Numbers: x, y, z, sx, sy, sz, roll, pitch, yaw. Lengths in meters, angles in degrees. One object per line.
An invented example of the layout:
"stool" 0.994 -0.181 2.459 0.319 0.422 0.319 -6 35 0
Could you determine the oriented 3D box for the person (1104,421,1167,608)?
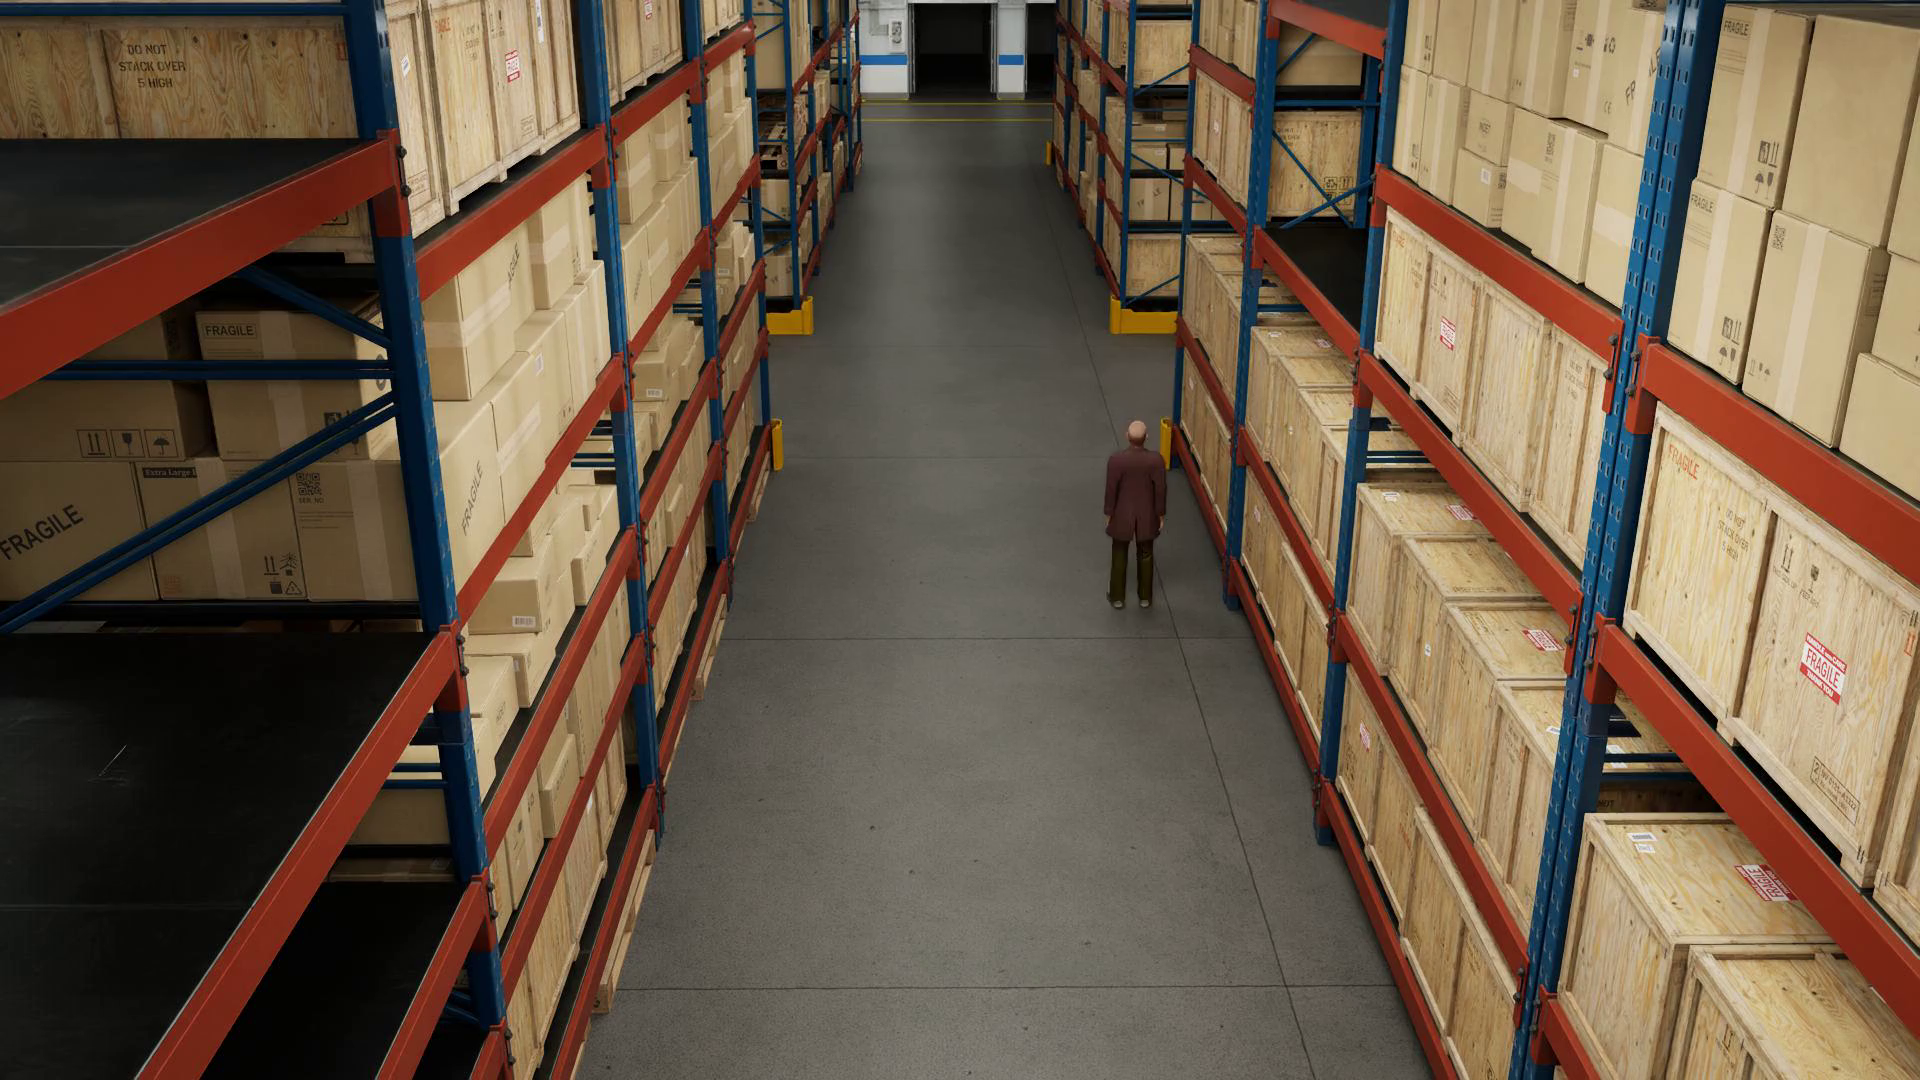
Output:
"person" 1.584 -0.257 15.142 0.564 1.779 0.419 0 22 0
